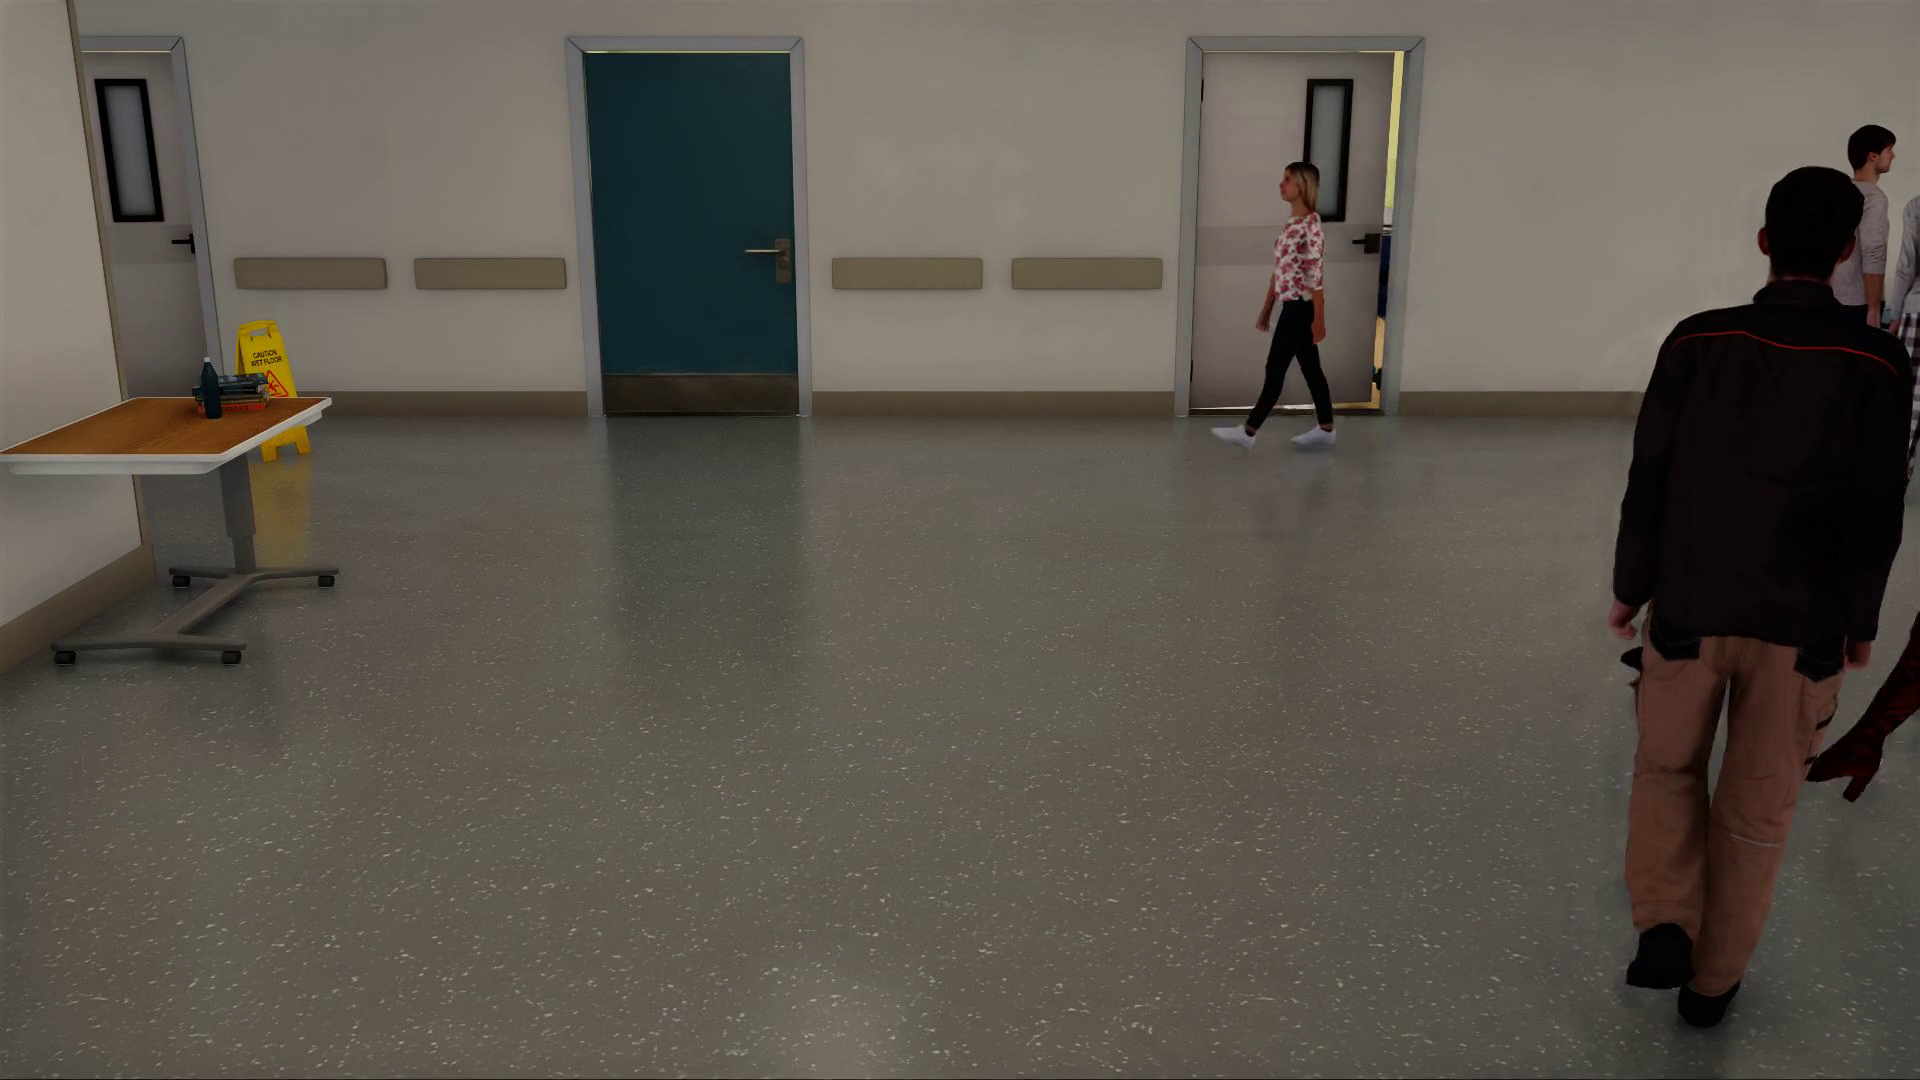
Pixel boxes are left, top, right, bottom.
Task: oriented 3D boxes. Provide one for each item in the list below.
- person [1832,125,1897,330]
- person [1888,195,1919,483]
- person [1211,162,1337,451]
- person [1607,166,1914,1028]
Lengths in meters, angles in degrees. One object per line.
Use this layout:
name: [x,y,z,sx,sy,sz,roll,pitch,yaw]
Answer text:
person: [4.688,-1.249,8.786,0.536,1.843,0.665,1,16,3]
person: [4.857,-1.088,8.206,0.674,1.847,0.765,12,19,35]
person: [1.992,-1.278,9.342,1.019,1.596,0.655,-2,16,-6]
person: [1.652,0.195,3.536,0.866,1.912,0.933,8,18,28]
